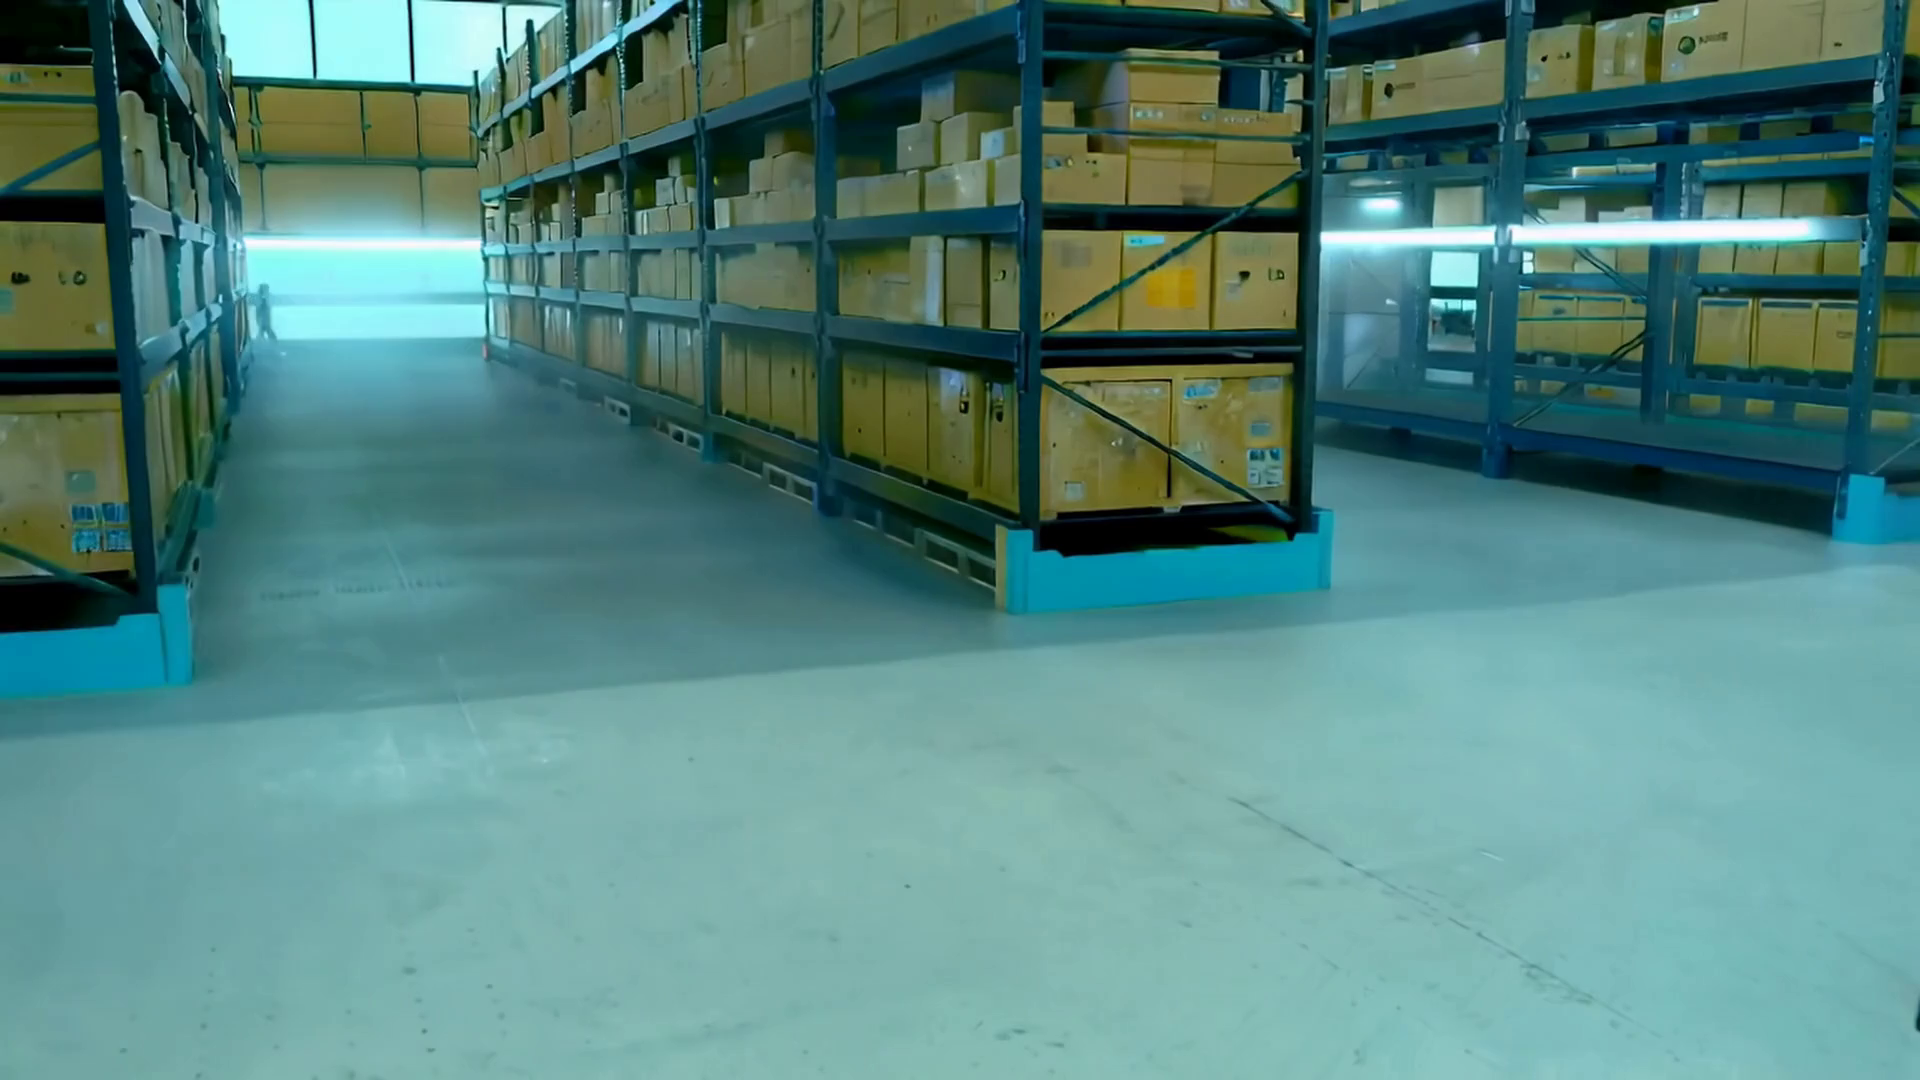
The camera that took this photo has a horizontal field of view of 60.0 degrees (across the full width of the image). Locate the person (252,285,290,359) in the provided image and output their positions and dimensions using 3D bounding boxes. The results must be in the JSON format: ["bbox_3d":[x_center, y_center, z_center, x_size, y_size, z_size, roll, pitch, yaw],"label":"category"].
[{"bbox_3d":[-14.987,-4.686,35.785,0.894,1.591,0.530,-7,12,-38],"label":"person"}]
